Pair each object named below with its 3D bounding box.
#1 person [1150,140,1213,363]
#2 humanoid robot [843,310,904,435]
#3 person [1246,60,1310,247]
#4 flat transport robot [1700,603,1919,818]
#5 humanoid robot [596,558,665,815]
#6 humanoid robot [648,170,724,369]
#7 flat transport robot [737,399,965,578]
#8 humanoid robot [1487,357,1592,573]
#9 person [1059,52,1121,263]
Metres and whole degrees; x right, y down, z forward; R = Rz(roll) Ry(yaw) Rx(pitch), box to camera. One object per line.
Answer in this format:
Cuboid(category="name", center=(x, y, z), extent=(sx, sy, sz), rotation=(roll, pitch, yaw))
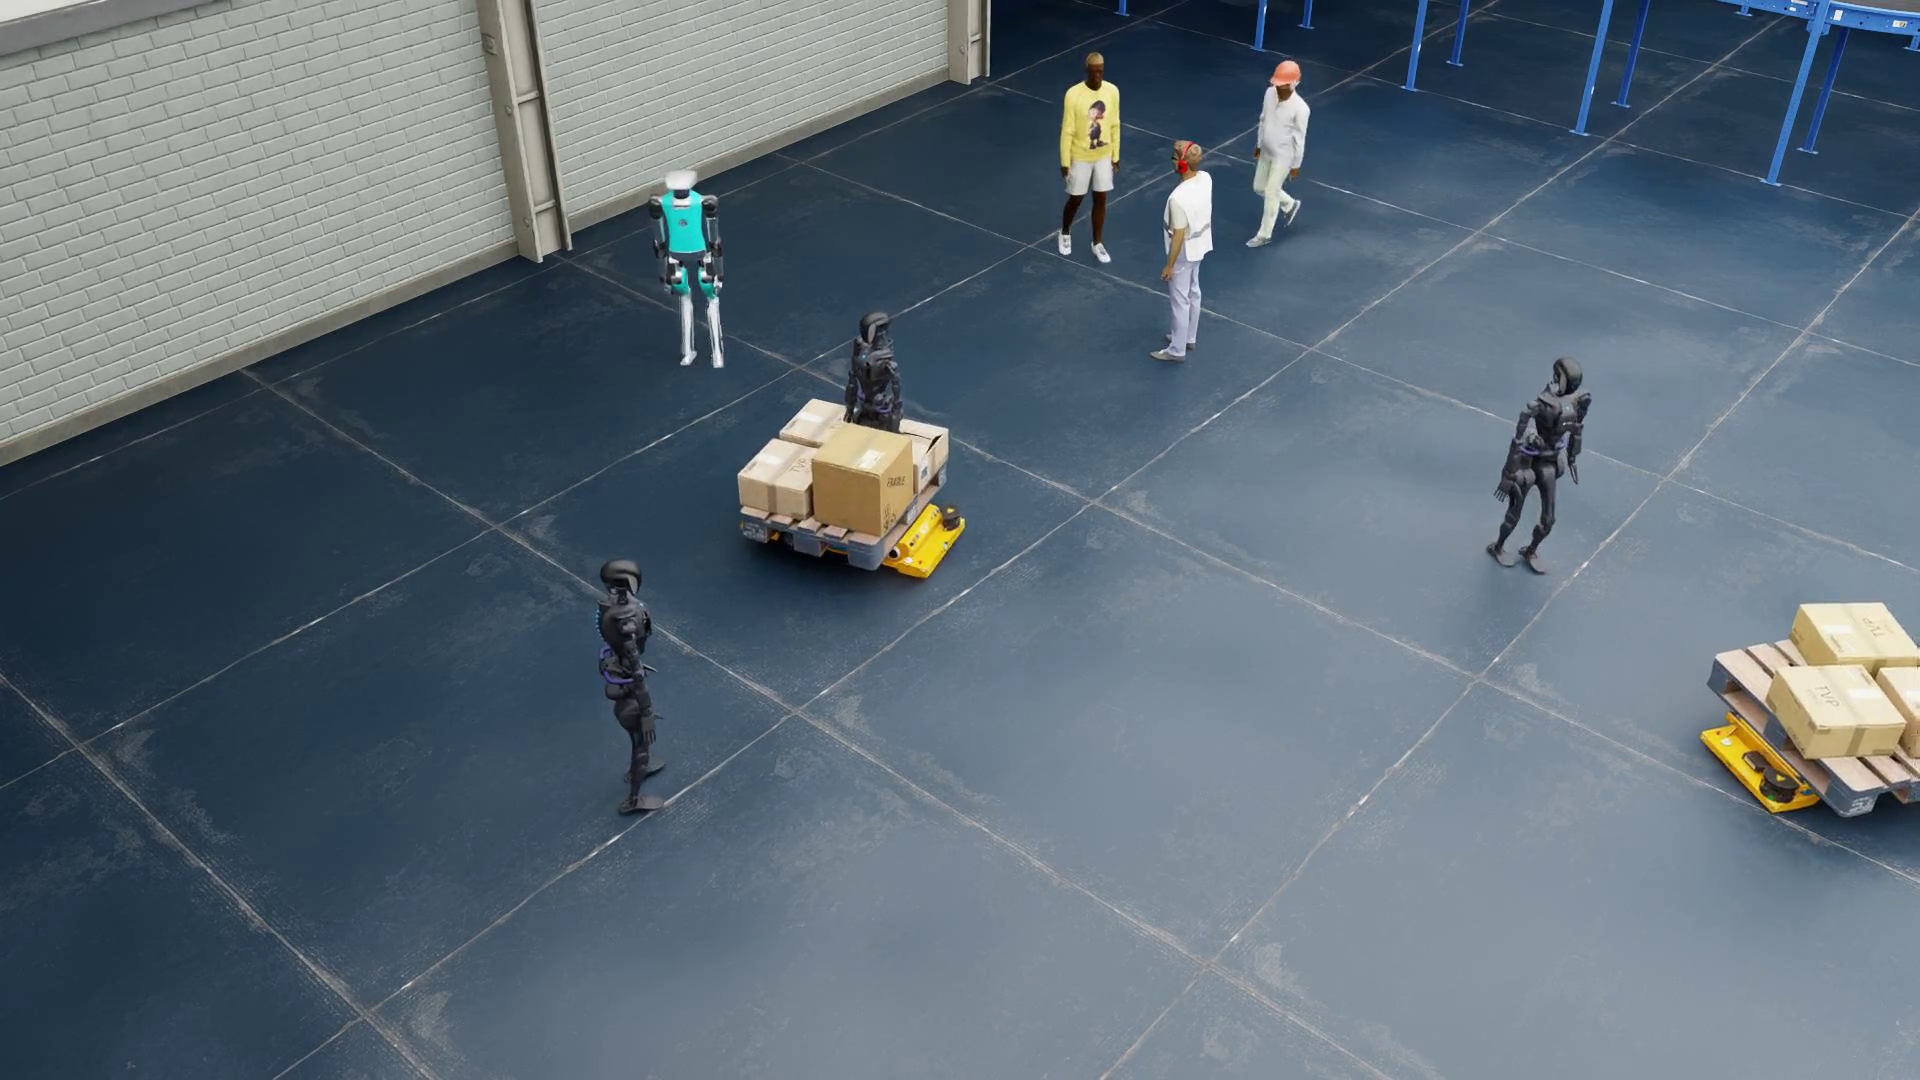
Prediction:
Cuboid(category="person", center=(1.789, -2.275, 13.222), extent=(0.394, 1.846, 0.562), rotation=(19, 40, 25))
Cuboid(category="humanoid robot", center=(-0.581, -0.805, 11.297), extent=(0.338, 1.653, 0.600), rotation=(-24, 42, -30))
Cuboid(category="person", center=(2.911, -3.518, 15.059), extent=(0.568, 1.733, 0.571), rotation=(-16, 39, -21))
Cuboid(category="flat transport robot", center=(5.154, 1.178, 9.734), extent=(1.431, 0.231, 0.659), rotation=(-10, 37, -13))
Cuboid(category="humanoid robot", center=(-1.792, 0.788, 9.062), extent=(0.341, 1.645, 0.588), rotation=(-12, 37, -16))
Cuboid(category="humanoid robot", center=(-2.105, -2.183, 13.151), extent=(0.535, 1.738, 0.726), rotation=(-1, 35, -1))
Cuboid(category="flat transport robot", center=(-0.751, -0.138, 11.582), extent=(1.431, 0.231, 0.659), rotation=(14, 38, 19))
Cuboid(category="humanoid robot", center=(3.782, -0.508, 10.894), extent=(0.591, 1.640, 0.388), rotation=(-13, 37, -17))
Cuboid(category="person", center=(1.157, -3.393, 14.768), extent=(0.554, 1.910, 0.451), rotation=(-10, 37, -14))
